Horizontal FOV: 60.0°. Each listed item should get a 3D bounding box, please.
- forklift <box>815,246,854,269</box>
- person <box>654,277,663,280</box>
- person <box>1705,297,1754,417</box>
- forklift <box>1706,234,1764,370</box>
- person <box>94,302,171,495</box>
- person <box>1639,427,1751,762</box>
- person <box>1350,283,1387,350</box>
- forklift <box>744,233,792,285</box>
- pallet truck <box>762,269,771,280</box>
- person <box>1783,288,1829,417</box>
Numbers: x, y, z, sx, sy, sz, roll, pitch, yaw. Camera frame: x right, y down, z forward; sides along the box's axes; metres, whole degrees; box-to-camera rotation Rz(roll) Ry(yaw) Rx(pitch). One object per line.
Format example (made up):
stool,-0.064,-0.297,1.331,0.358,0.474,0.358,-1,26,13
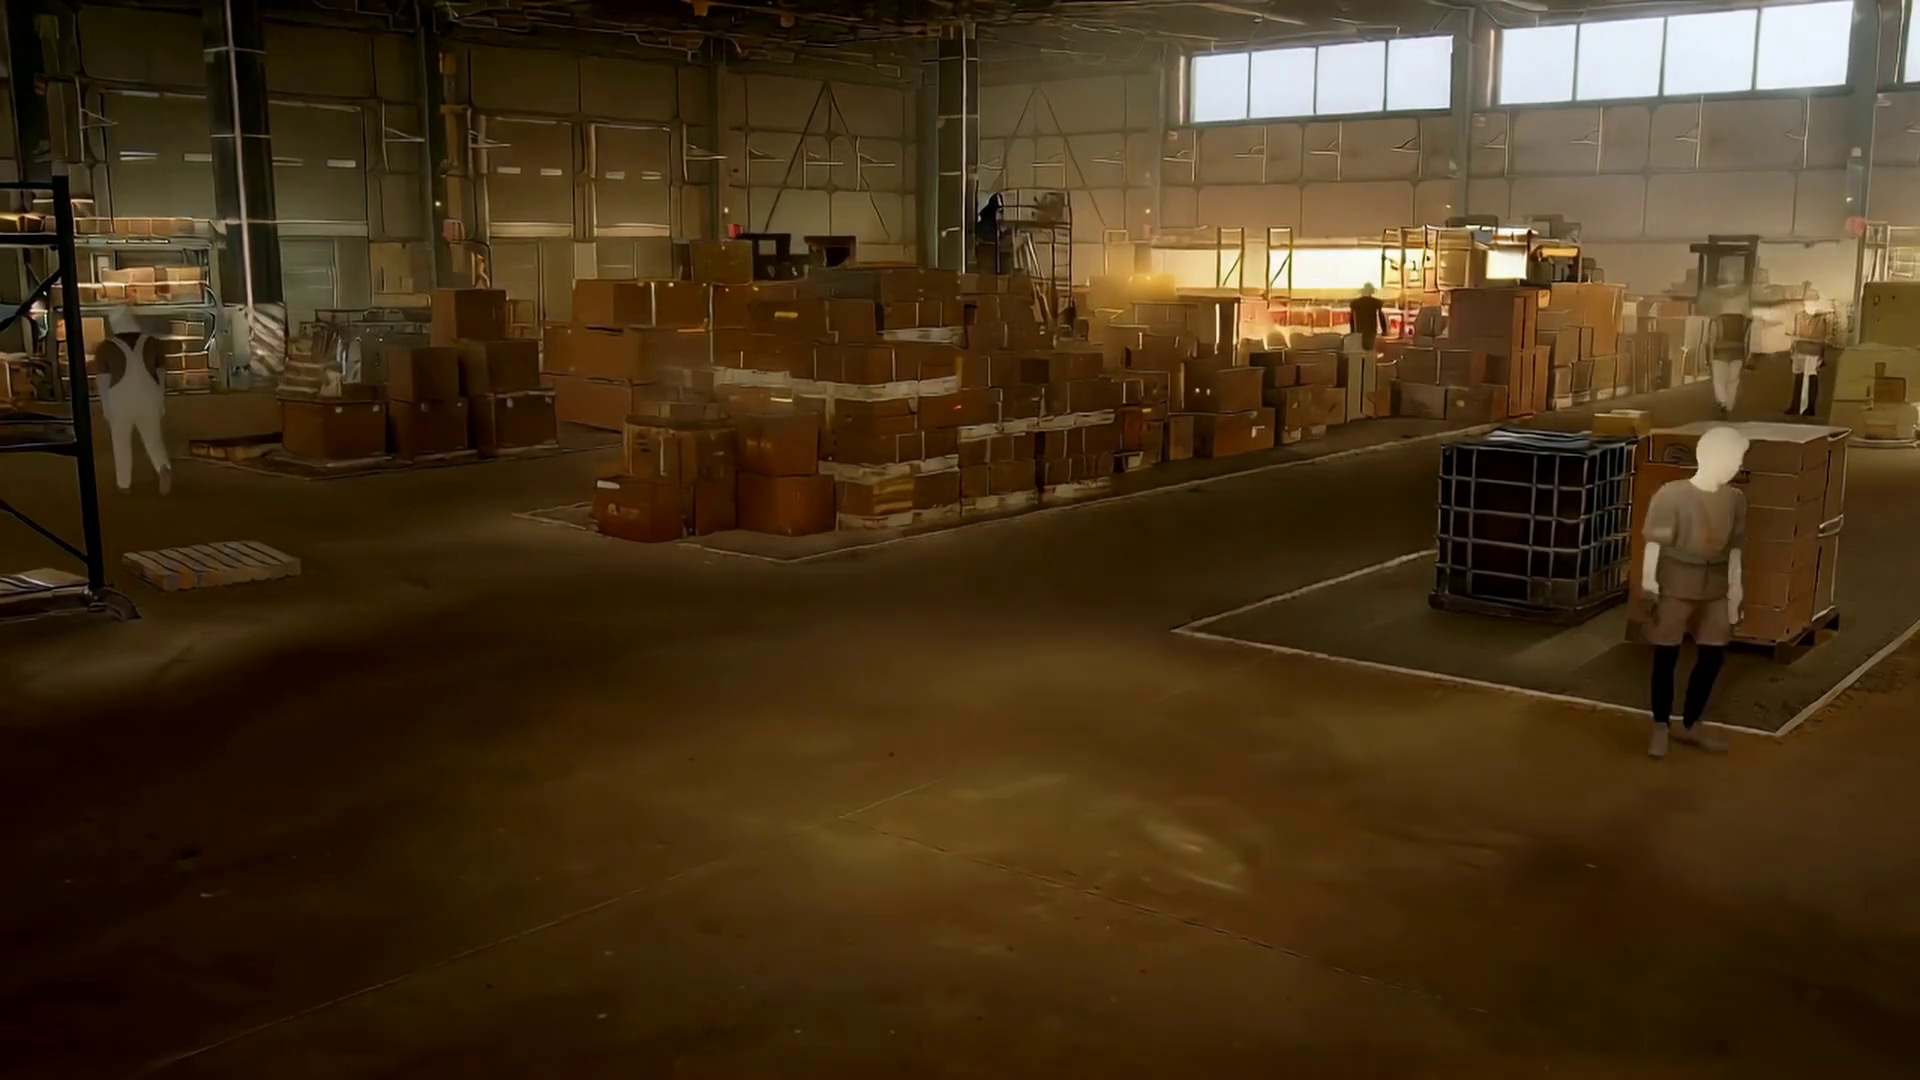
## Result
forklift,-2.844,-5.557,38.030,1.129,2.768,1.873,1,10,3
person,-6.509,-4.726,36.022,0.634,1.929,0.381,-5,11,-24
person,11.584,-2.745,25.056,0.632,1.817,0.760,3,10,15
forklift,16.168,-5.023,34.989,1.129,2.768,1.873,8,13,40
person,-8.450,-1.447,17.022,0.683,2.000,0.804,-8,13,-40
person,3.642,0.270,8.299,0.587,1.677,0.325,-2,10,-9
person,7.773,-3.949,31.738,1.045,1.887,0.627,-8,13,-39
forklift,-3.610,-4.410,31.498,1.873,2.768,1.129,8,13,40
pallet truck,-4.996,-6.432,45.525,1.885,1.965,0.823,-6,12,-32
person,12.814,-2.828,25.170,0.350,1.941,0.545,-6,12,-32
